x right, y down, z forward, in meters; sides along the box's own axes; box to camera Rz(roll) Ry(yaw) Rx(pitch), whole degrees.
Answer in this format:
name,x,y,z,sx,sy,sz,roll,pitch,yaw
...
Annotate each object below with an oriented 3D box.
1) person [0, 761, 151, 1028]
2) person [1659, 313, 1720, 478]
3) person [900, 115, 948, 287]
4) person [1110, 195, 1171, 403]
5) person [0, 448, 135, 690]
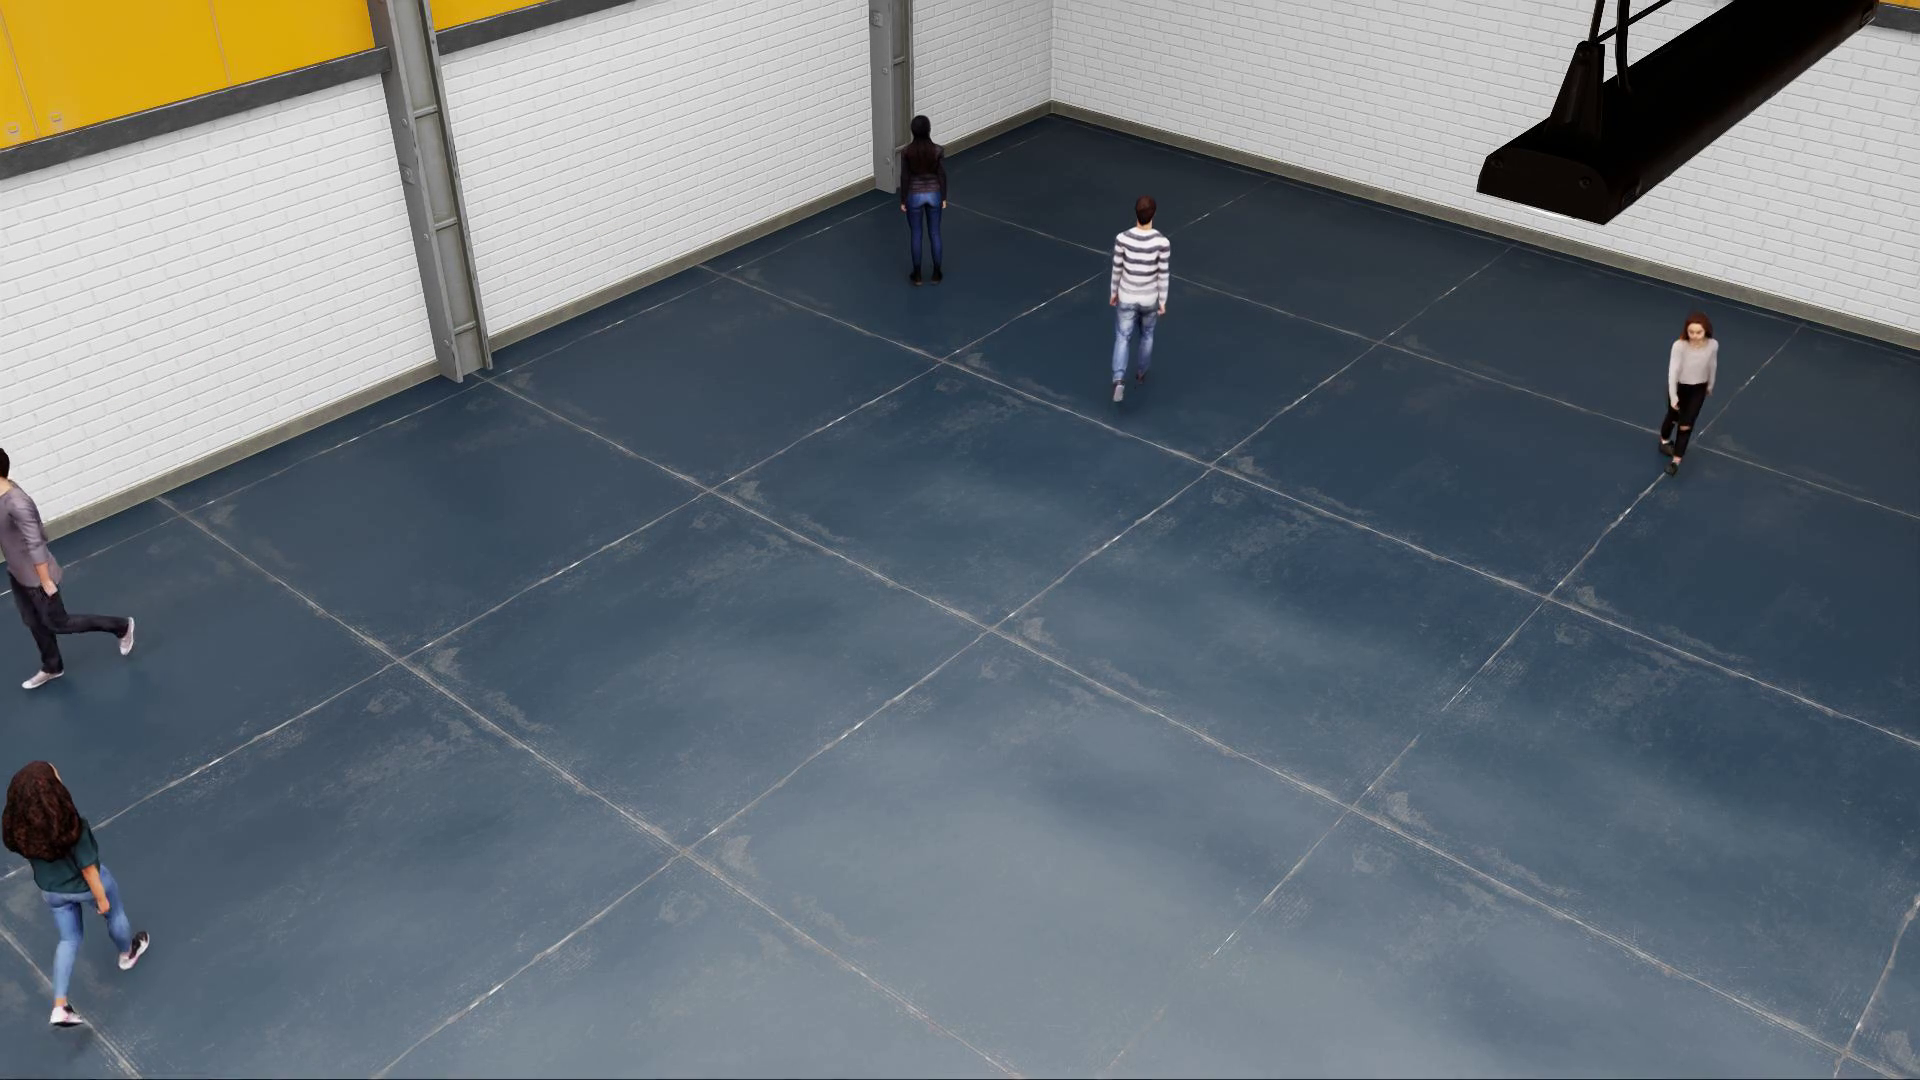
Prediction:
name,x,y,z,sx,sy,sz,roll,pitch,yaw
person,-4.776,1.896,8.865,0.967,1.593,1.112,2,34,4
person,6.012,-1.260,13.759,0.839,1.430,0.977,1,34,1
person,-0.365,-3.412,16.711,0.689,1.747,0.760,-4,34,-7
person,1.556,-2.095,14.656,1.004,1.828,1.200,6,34,9
person,-6.190,0.154,11.267,0.731,1.834,1.013,29,43,36
